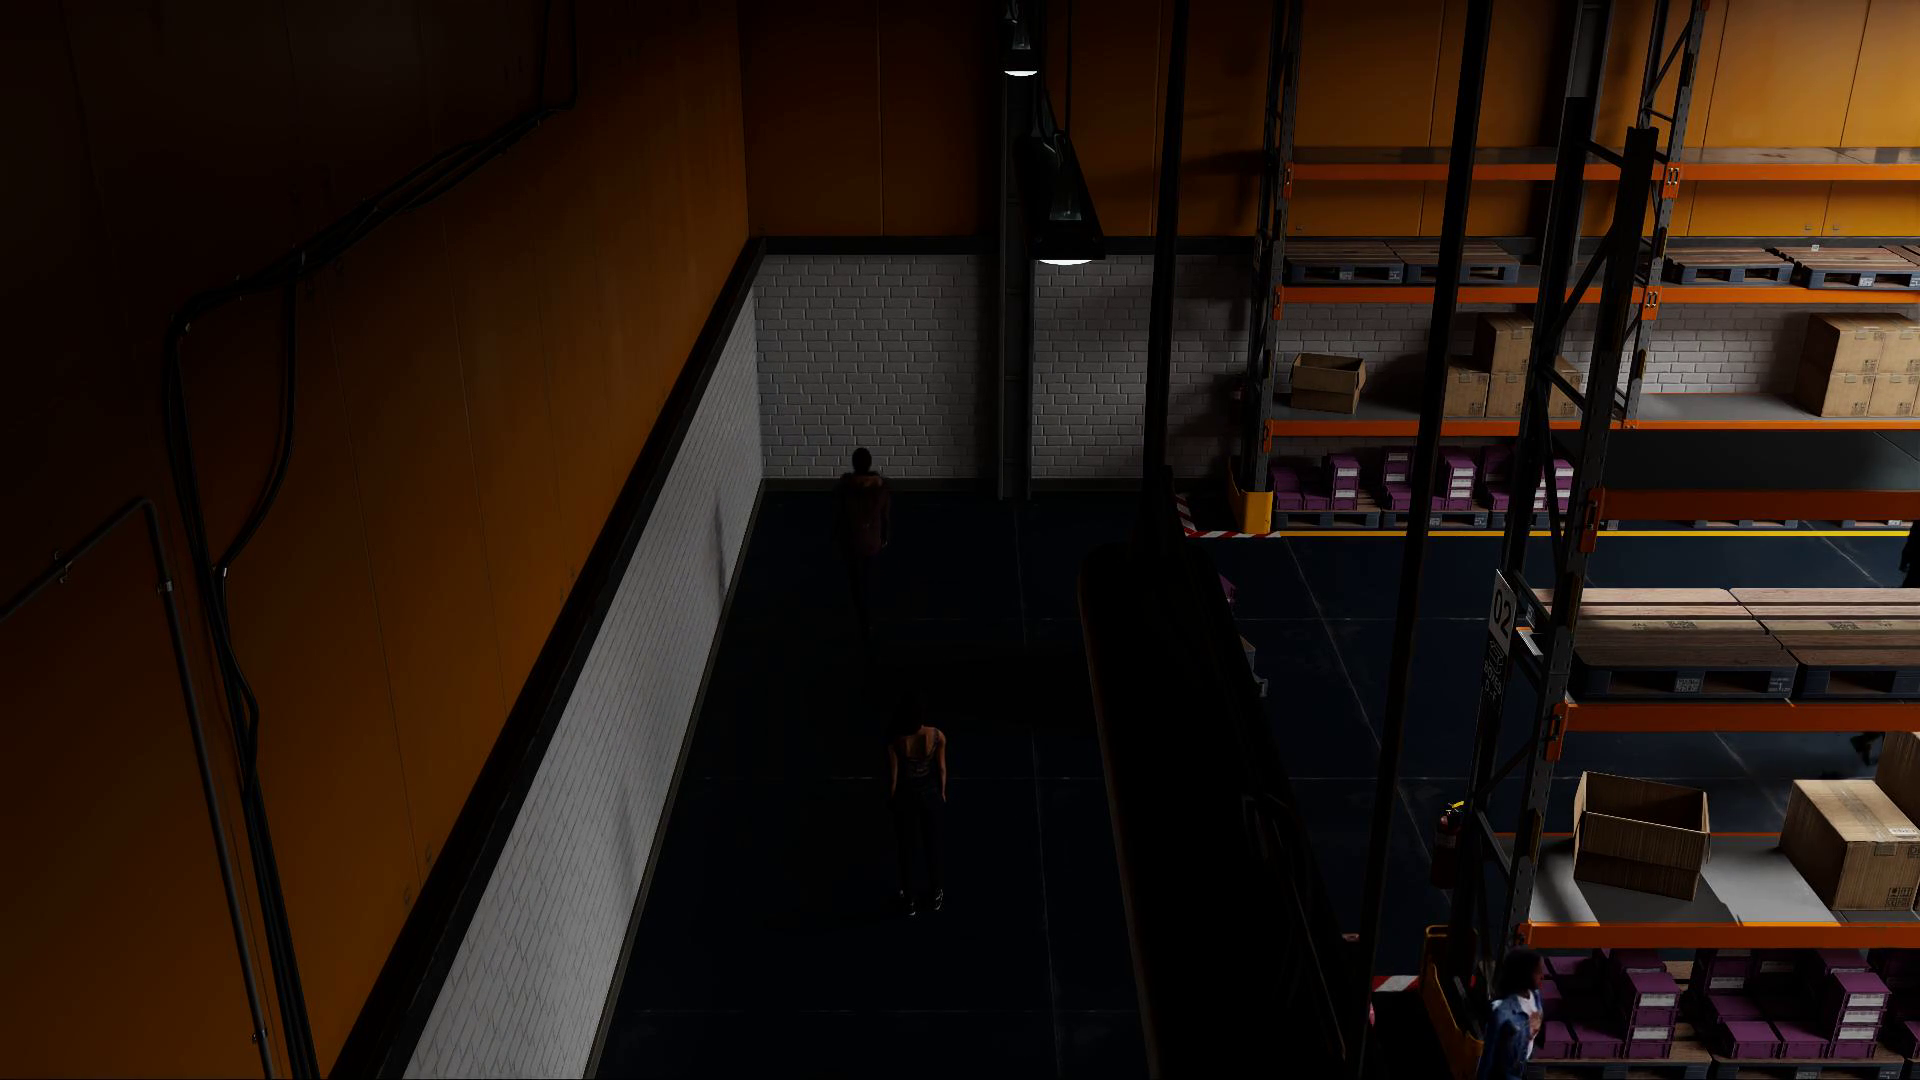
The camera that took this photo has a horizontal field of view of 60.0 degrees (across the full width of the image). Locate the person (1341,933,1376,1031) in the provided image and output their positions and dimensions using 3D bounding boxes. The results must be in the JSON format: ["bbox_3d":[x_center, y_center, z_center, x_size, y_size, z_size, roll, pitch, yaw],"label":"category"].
[{"bbox_3d":[2.233,3.000,9.234,1.187,1.905,0.631,0,24,1],"label":"person"}]

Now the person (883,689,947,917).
[{"bbox_3d":[-0.313,1.880,11.966,0.570,1.769,0.724,-6,24,-13],"label":"person"}]

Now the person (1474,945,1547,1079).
[{"bbox_3d":[3.019,3.007,9.515,1.221,1.666,1.141,20,31,38],"label":"person"}]

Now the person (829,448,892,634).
[{"bbox_3d":[-0.956,0.030,16.141,1.206,1.813,1.081,-9,25,-20],"label":"person"}]

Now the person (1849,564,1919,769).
[{"bbox_3d":[7.749,1.058,13.740,1.021,1.853,0.802,-5,24,-11],"label":"person"}]
